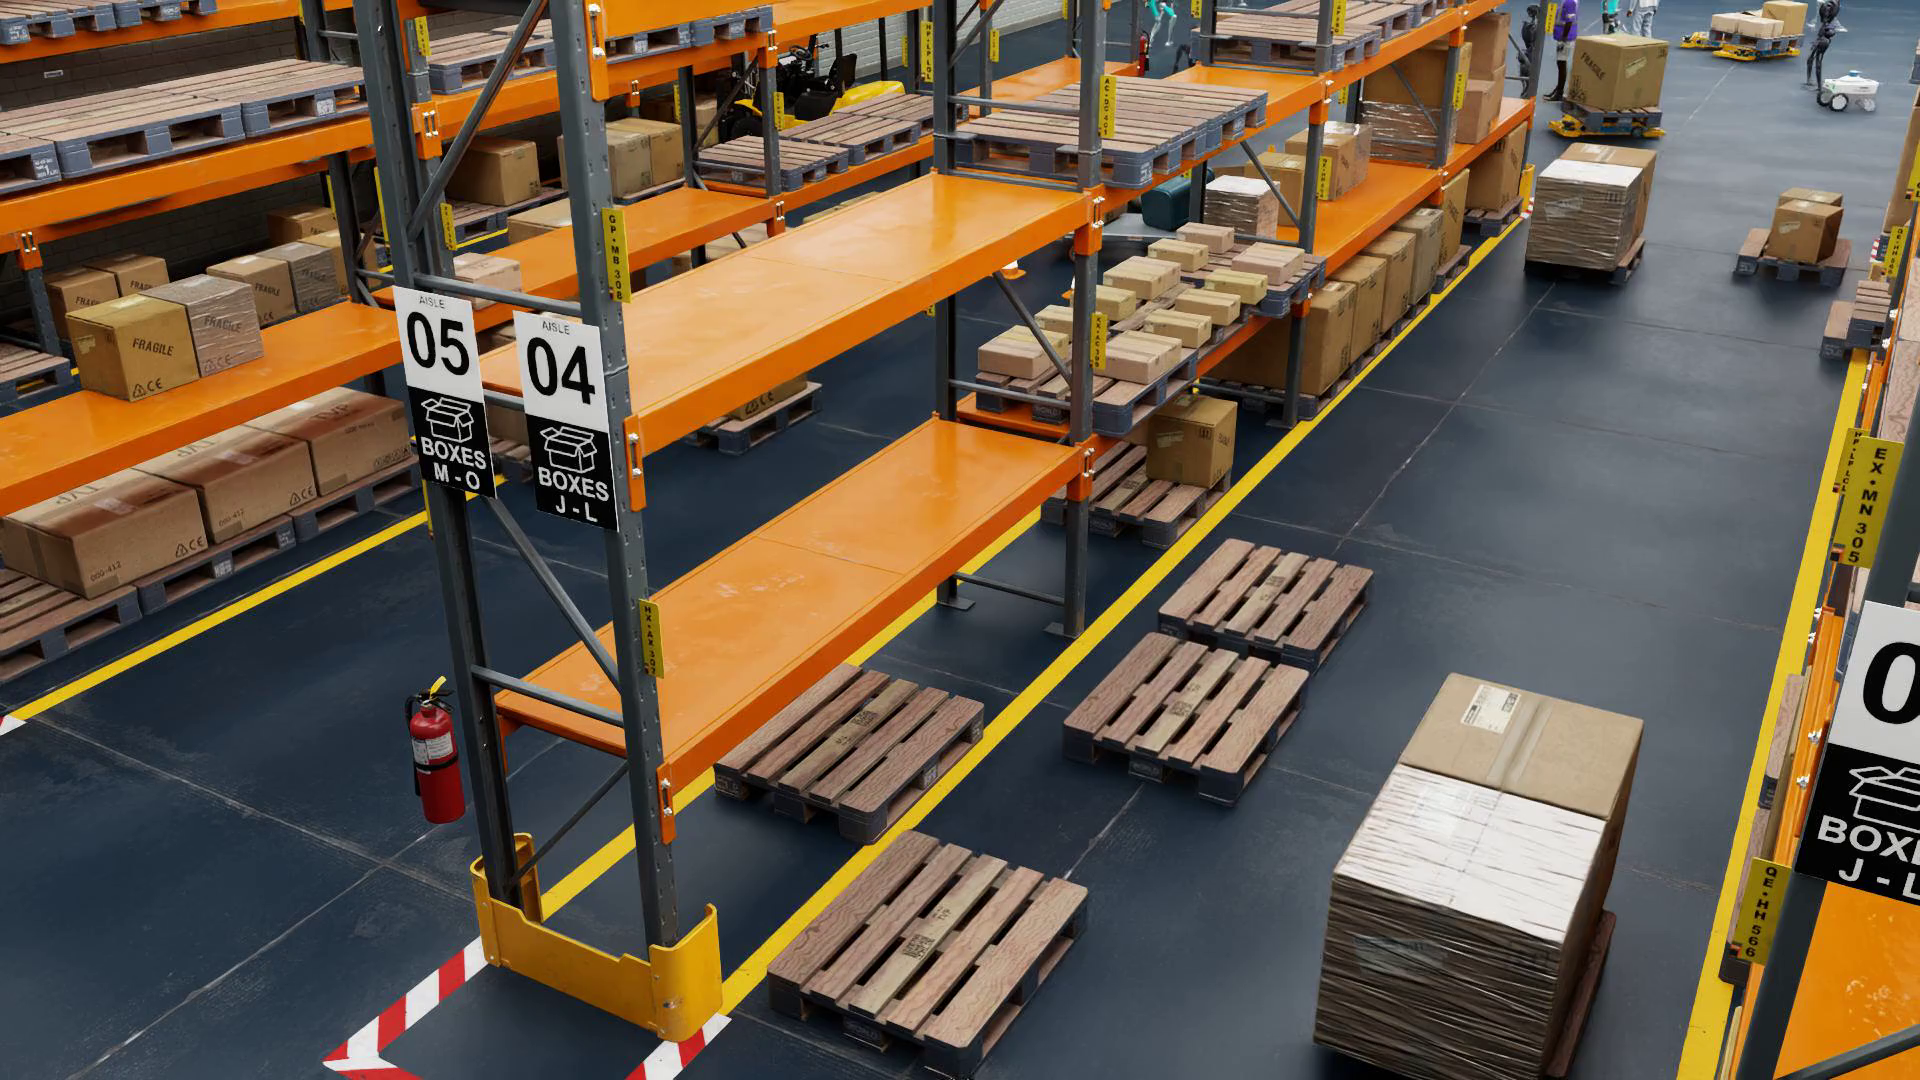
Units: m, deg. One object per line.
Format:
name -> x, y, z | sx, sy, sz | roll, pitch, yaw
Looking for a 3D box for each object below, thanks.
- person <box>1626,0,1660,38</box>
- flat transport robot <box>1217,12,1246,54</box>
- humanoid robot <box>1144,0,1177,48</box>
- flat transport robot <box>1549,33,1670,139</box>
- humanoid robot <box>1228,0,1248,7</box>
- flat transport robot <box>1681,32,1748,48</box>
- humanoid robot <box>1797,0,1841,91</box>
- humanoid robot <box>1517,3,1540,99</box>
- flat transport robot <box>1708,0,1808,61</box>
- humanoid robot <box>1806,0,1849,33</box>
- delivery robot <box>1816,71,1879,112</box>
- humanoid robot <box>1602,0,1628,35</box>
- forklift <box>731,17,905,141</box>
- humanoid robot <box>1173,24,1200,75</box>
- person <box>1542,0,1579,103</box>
person -> 11.633, -9.066, 28.281 | 0.590, 1.919, 0.391 | -9, 27, -18
flat transport robot -> 4.677, -7.992, 27.950 | 1.431, 0.231, 0.659 | 2, 26, 3
humanoid robot -> 3.674, -9.782, 29.993 | 0.872, 1.784, 0.544 | -20, 32, -35
flat transport robot -> 9.152, -5.868, 23.535 | 1.431, 0.231, 0.659 | 0, 26, 0
humanoid robot -> 5.787, -11.814, 34.332 | 0.764, 1.895, 0.543 | -6, 26, -12
flat transport robot -> 13.813, -8.985, 30.013 | 1.431, 0.231, 0.659 | 11, 28, 21
humanoid robot -> 13.547, -7.912, 26.169 | 0.447, 1.651, 0.603 | 16, 30, 29
humanoid robot -> 8.242, -6.885, 24.020 | 0.391, 1.649, 0.591 | 6, 26, 13
flat transport robot -> 13.999, -8.638, 29.291 | 1.431, 0.231, 0.659 | -12, 28, -24
humanoid robot -> 16.491, -10.474, 31.449 | 0.995, 1.778, 0.530 | 1, 26, 2
delivery robot -> 13.368, -6.745, 25.050 | 0.807, 0.613, 0.499 | 0, 26, 1
humanoid robot -> 10.395, -7.985, 26.233 | 0.702, 1.773, 0.535 | 17, 31, 31
forklift -> -1.819, -5.975, 21.543 | 2.313, 2.155, 1.214 | 14, 29, 26
humanoid robot -> 3.092, -6.093, 22.425 | 0.632, 1.643, 0.559 | 6, 26, 13
person -> 9.180, -7.659, 25.302 | 0.373, 1.965, 0.605 | 9, 27, 18
